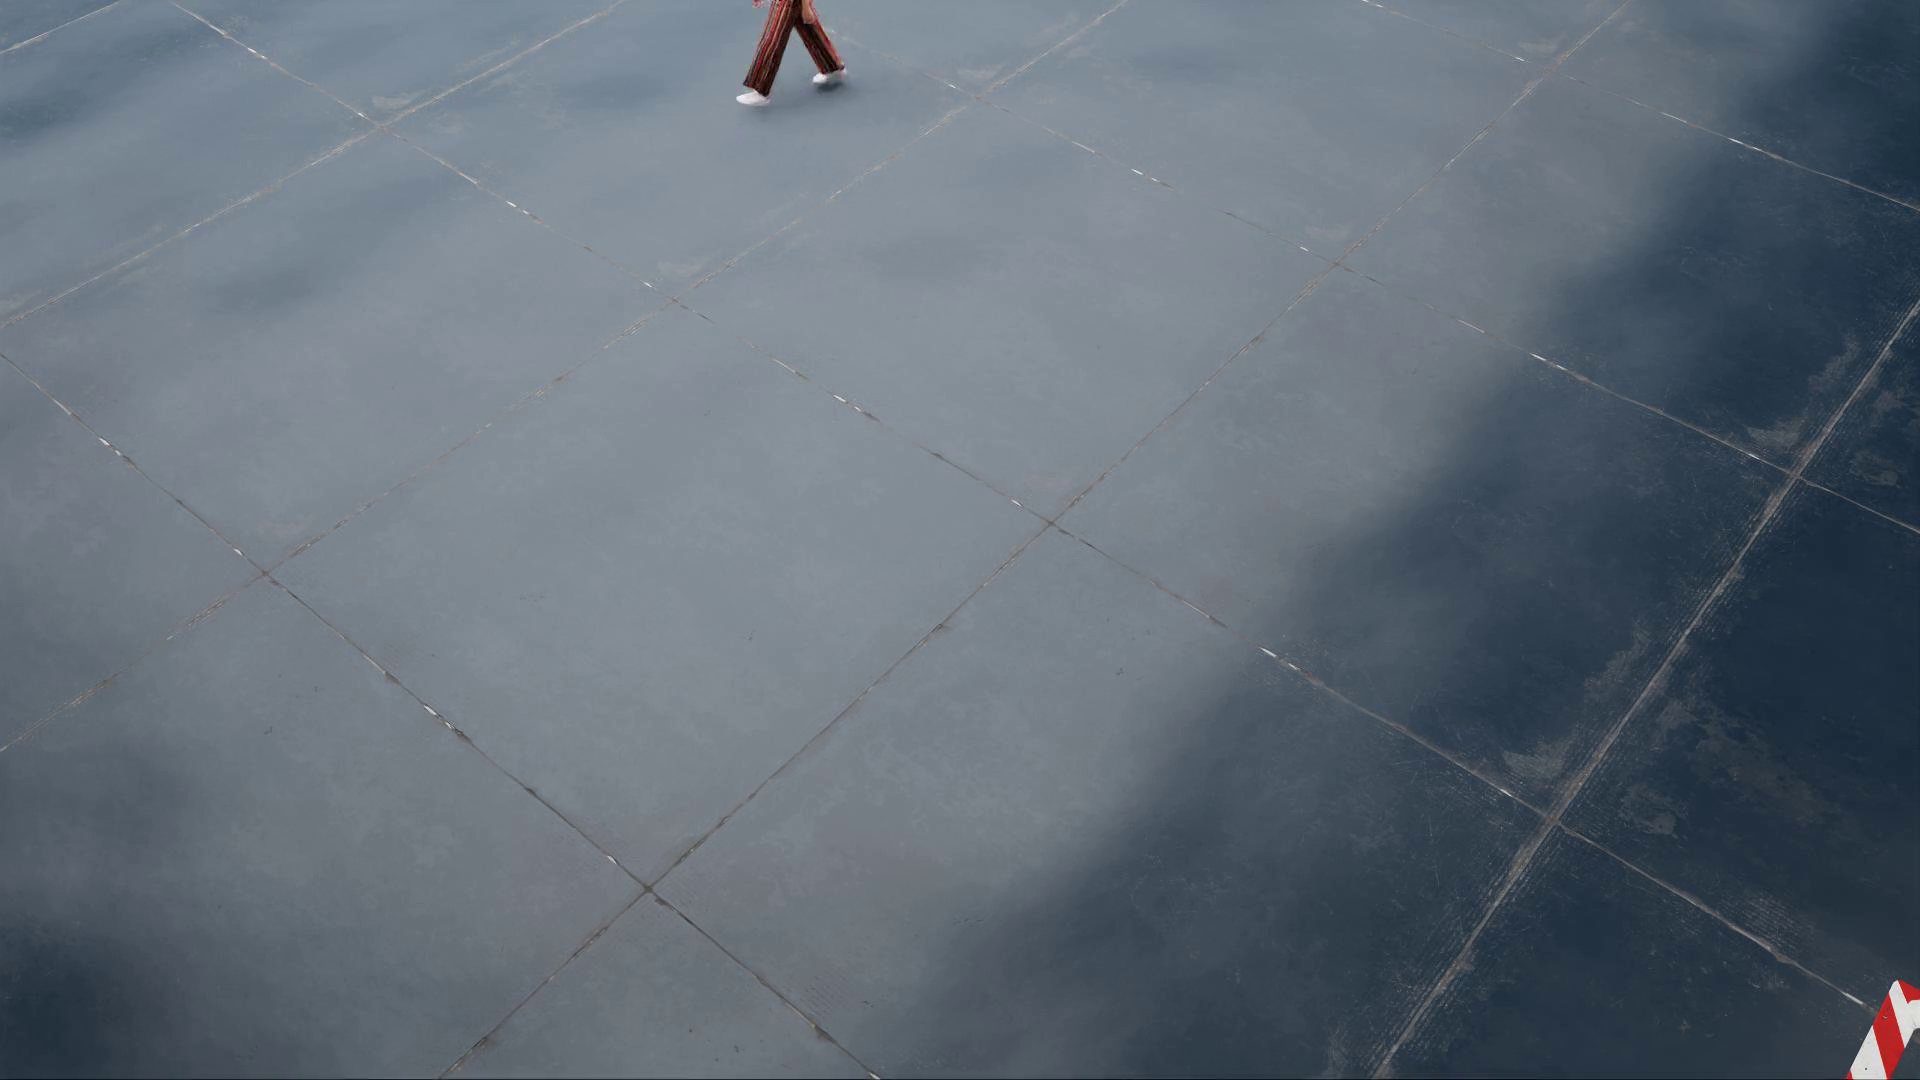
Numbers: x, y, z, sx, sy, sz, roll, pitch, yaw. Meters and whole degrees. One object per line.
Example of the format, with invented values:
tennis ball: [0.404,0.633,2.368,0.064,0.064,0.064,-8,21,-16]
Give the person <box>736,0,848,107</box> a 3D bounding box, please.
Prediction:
person: [-1.110,-3.775,11.518,0.937,1.523,1.098,-18,50,-16]
